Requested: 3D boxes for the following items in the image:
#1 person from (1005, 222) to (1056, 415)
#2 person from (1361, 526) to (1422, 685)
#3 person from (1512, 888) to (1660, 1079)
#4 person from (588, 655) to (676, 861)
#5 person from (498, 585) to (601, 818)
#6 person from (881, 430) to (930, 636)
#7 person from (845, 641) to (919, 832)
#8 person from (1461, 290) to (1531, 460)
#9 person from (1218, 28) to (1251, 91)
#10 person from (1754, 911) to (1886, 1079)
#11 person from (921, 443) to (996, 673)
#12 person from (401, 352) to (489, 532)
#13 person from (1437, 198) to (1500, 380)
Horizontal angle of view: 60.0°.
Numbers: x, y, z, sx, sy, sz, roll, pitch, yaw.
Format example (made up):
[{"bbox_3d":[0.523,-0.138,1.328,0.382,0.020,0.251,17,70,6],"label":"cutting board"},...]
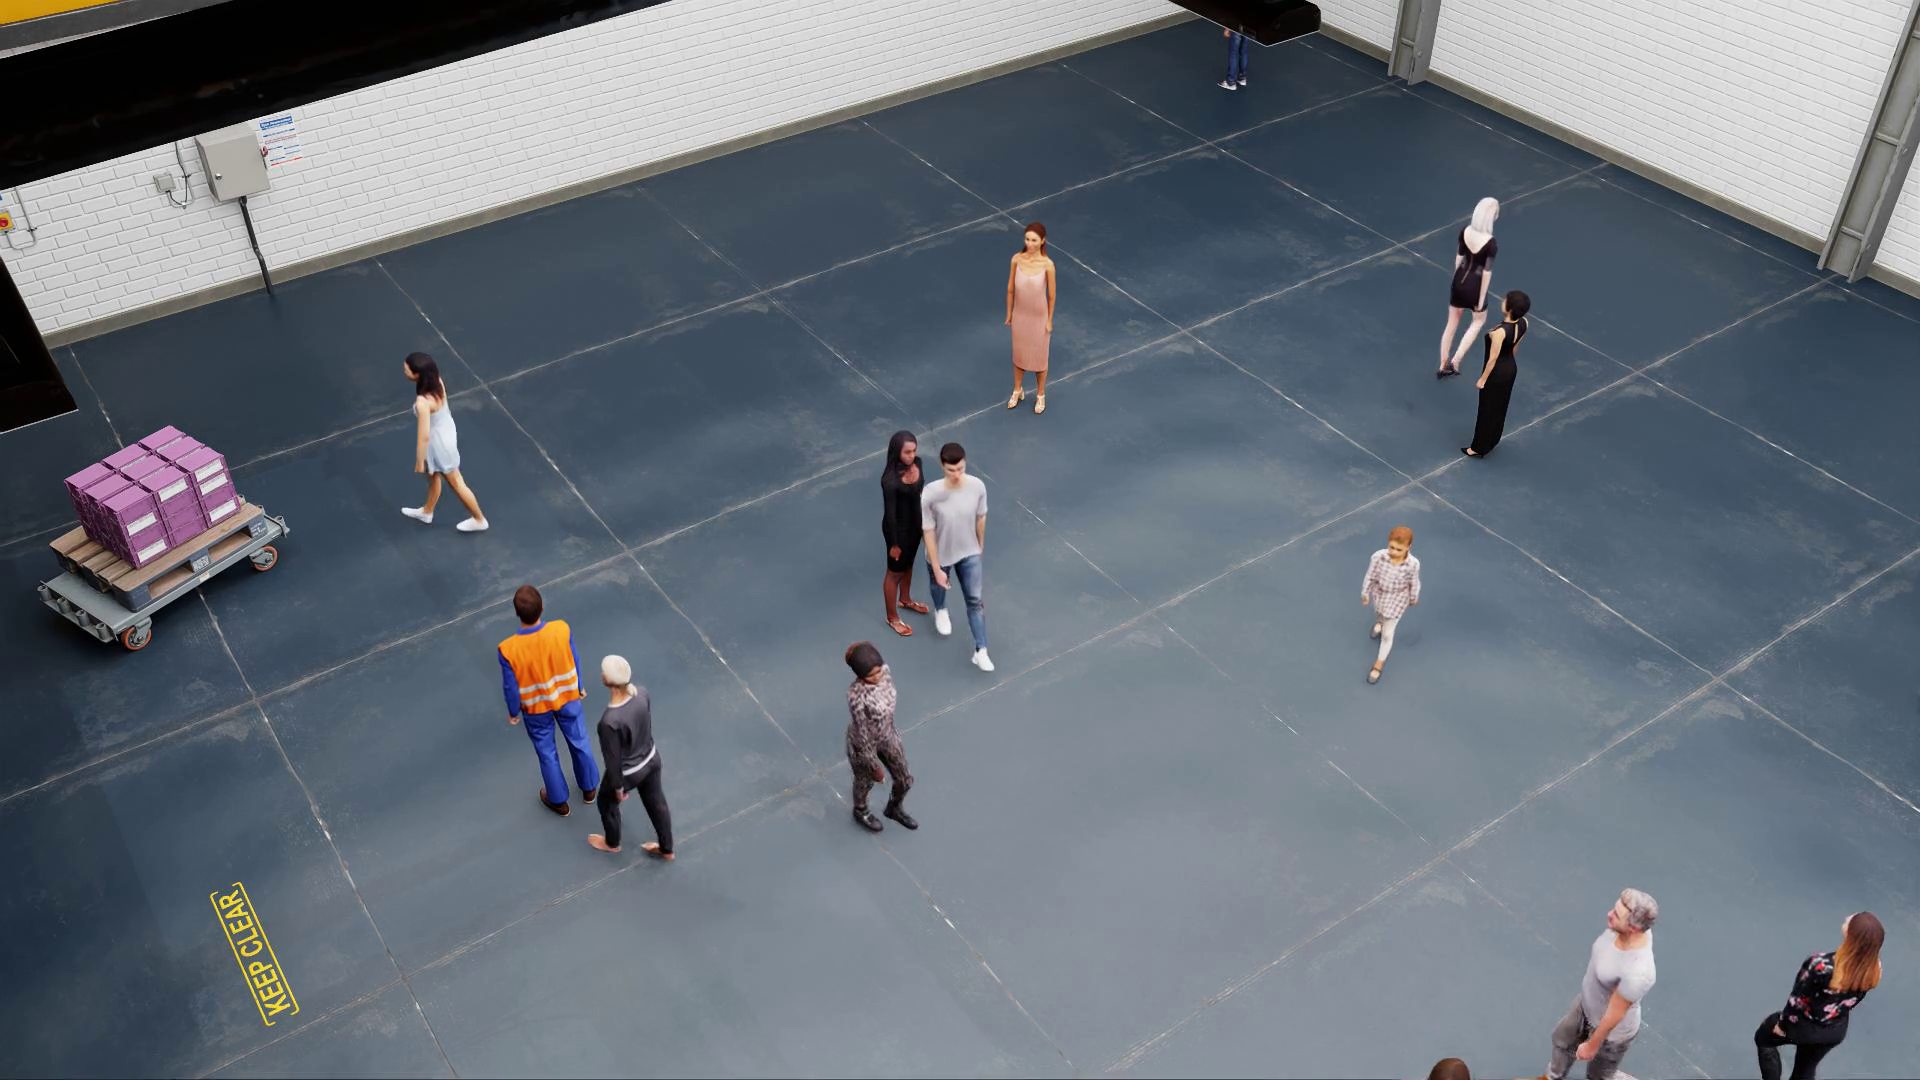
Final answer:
[{"bbox_3d":[0.629,-1.955,14.609,0.624,1.832,0.715,12,40,15],"label":"person"},{"bbox_3d":[3.152,0.366,12.151,0.972,1.274,0.876,19,42,22],"label":"person"},{"bbox_3d":[3.587,2.580,8.958,1.183,1.800,1.127,6,39,8],"label":"person"},{"bbox_3d":[-2.006,1.425,10.476,0.917,1.709,0.800,22,44,25],"label":"person"},{"bbox_3d":[-2.676,1.047,10.826,0.690,1.864,0.610,-21,43,-24],"label":"person"},{"bbox_3d":[-0.420,-0.082,12.353,0.664,1.721,0.685,19,42,22],"label":"person"},{"bbox_3d":[-0.639,1.272,10.681,0.764,1.694,0.676,27,46,29],"label":"person"},{"bbox_3d":[4.572,-1.405,14.106,0.596,1.601,0.536,-29,47,-31],"label":"person"},{"bbox_3d":[3.412,-6.289,20.253,0.544,1.562,0.532,-27,46,-29],"label":"person"},{"bbox_3d":[4.647,2.652,8.965,0.703,1.678,0.727,-4,39,-5],"label":"person"},{"bbox_3d":[-0.086,0.011,12.136,0.938,1.847,1.239,-11,40,-13],"label":"person"},{"bbox_3d":[-4.042,-0.745,13.194,0.991,1.709,0.998,0,39,0],"label":"person"},{"bbox_3d":[4.501,-2.203,14.928,0.670,1.822,0.573,-29,47,-31],"label":"person"}]
